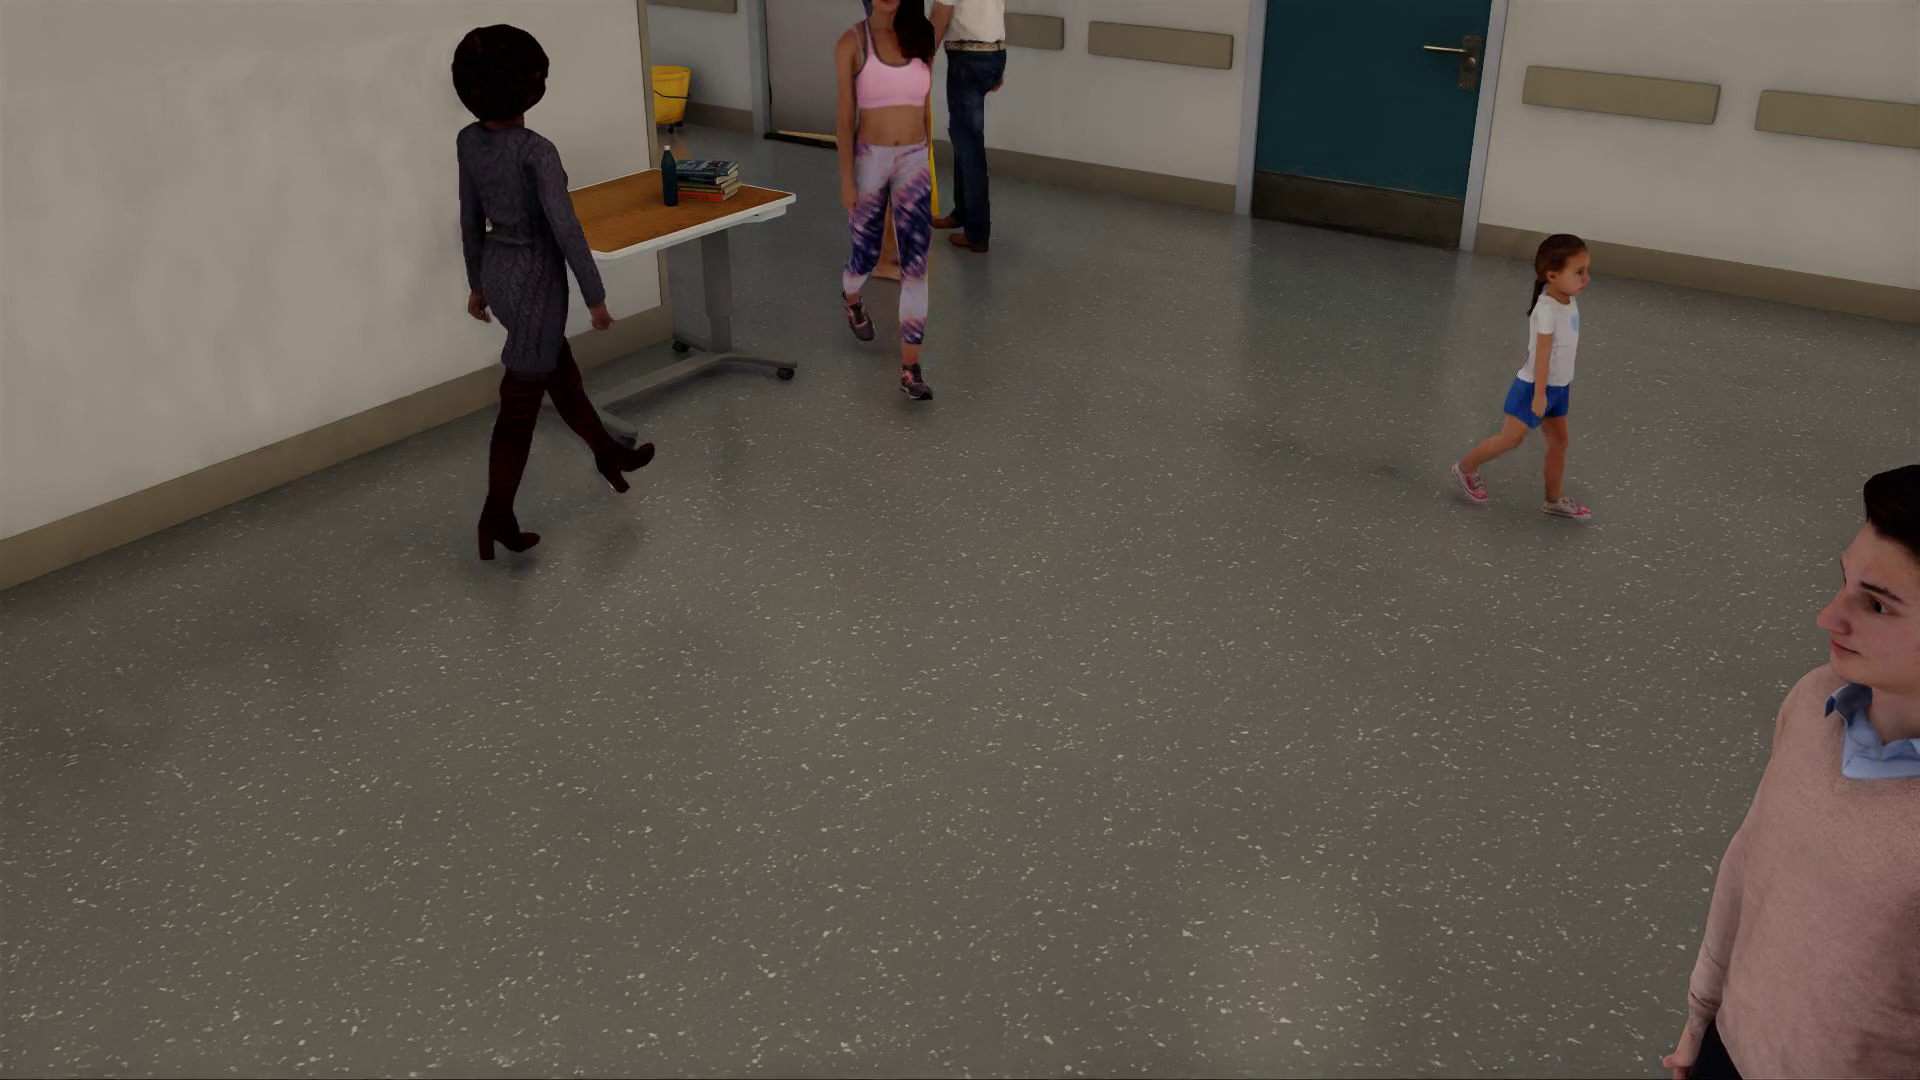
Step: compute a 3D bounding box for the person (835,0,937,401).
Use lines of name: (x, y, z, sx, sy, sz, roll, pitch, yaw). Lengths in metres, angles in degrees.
person: (-0.322, -1.486, 6.806, 1.026, 1.734, 1.206, -8, 27, -17)

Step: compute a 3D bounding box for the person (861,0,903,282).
person: (-0.337, -2.176, 8.237, 0.626, 1.734, 0.653, 6, 26, 12)

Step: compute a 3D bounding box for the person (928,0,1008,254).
person: (0.120, -2.410, 8.600, 0.774, 1.840, 0.697, 17, 30, 31)

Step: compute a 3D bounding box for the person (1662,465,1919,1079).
person: (1.086, 0.738, 2.110, 0.752, 1.807, 0.697, -4, 26, -8)

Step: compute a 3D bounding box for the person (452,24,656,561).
person: (-1.439, -0.721, 5.290, 0.986, 1.673, 0.685, 19, 31, 34)

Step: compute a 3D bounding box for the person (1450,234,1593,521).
person: (1.959, -0.562, 5.733, 0.725, 1.002, 0.445, 20, 32, 35)
